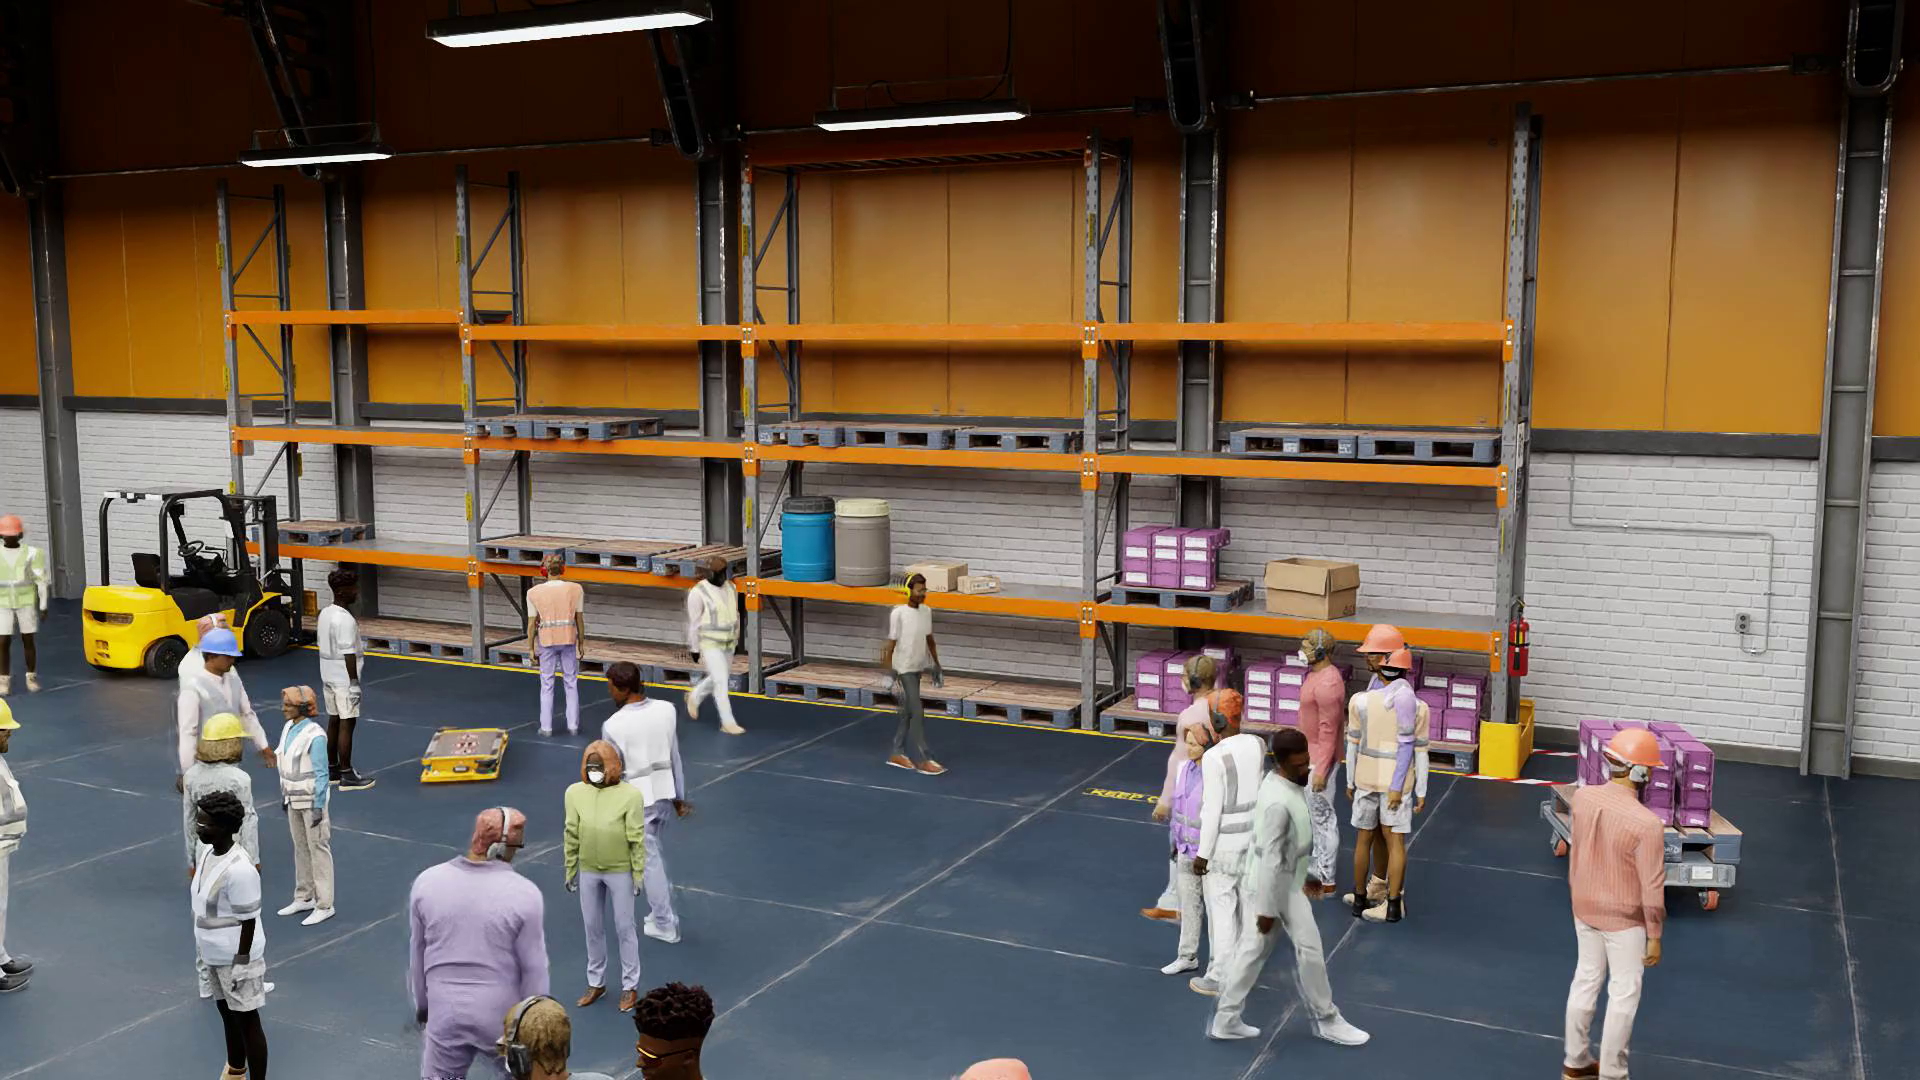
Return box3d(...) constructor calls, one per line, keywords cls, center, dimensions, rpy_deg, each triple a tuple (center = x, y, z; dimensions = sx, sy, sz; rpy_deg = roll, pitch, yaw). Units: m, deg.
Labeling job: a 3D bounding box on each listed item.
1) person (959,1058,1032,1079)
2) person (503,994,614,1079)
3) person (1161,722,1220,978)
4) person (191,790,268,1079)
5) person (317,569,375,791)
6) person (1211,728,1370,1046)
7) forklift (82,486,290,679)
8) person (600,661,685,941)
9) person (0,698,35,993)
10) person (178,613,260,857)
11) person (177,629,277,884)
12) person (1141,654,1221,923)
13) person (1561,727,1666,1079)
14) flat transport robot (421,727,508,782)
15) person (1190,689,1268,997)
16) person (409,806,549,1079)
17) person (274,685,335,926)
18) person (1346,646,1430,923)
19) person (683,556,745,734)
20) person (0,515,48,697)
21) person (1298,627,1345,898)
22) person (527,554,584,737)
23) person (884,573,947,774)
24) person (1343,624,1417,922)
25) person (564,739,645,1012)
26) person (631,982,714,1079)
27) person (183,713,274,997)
box3d(cls="person", center=(0.114, 2.436, 4.958), dimensions=(0.629, 1.908, 0.587), rpy_deg=(-5, 9, -38))
box3d(cls="person", center=(-1.301, 2.390, 5.290), dimensions=(0.382, 1.929, 0.635), rpy_deg=(3, 8, 26))
box3d(cls="person", center=(1.486, 1.928, 10.266), dimensions=(0.308, 1.641, 0.517), rpy_deg=(-5, 8, -34))
box3d(cls="person", center=(-3.744, 2.112, 8.513), dimensions=(0.320, 1.698, 0.531), rpy_deg=(-6, 9, -43))
box3d(cls="person", center=(-5.462, 1.225, 14.738), dimensions=(0.361, 1.963, 0.612), rpy_deg=(-6, 9, -40))
box3d(cls="person", center=(1.847, 1.944, 9.305), dimensions=(0.889, 1.858, 0.582), rpy_deg=(0, 7, 2))
box3d(cls="forklift", center=(-9.426, 0.454, 20.179), dimensions=(1.214, 2.155, 2.313), rpy_deg=(3, 8, 26))
box3d(cls="person", center=(-2.130, 1.723, 10.977), dimensions=(0.584, 1.874, 0.631), rpy_deg=(5, 9, 38))
box3d(cls="person", center=(-5.904, 1.858, 10.140), dimensions=(0.403, 1.817, 0.601), rpy_deg=(-4, 8, -27))
box3d(cls="person", center=(-5.654, 1.504, 12.679), dimensions=(0.643, 1.910, 0.400), rpy_deg=(6, 9, 40))
box3d(cls="person", center=(-5.341, 1.584, 11.984), dimensions=(0.677, 1.913, 0.632), rpy_deg=(1, 7, 6))
box3d(cls="person", center=(1.619, 1.706, 11.077), dimensions=(0.903, 1.911, 0.636), rpy_deg=(4, 8, 28))
box3d(cls="person", center=(3.435, 1.950, 8.689), dimensions=(0.410, 1.980, 0.630), rpy_deg=(-3, 7, -22))
box3d(cls="flat transport robot", center=(-4.597, 1.976, 15.479), dimensions=(0.652, 0.197, 1.431), rpy_deg=(-1, 7, -11))
box3d(cls="person", center=(1.627, 1.826, 10.103), dimensions=(0.356, 1.887, 0.572), rpy_deg=(6, 9, 42))
box3d(cls="person", center=(-2.184, 2.143, 7.581), dimensions=(0.670, 1.871, 0.420), rpy_deg=(1, 7, 4))
box3d(cls="person", center=(-4.473, 1.795, 11.359), dimensions=(0.512, 1.642, 0.312), rpy_deg=(6, 9, 42))
box3d(cls="person", center=(2.926, 1.655, 11.392), dimensions=(0.549, 1.923, 0.390), rpy_deg=(3, 7, 20))
box3d(cls="person", center=(-2.526, 1.039, 16.931), dimensions=(0.835, 1.812, 0.628), rpy_deg=(5, 9, 36))
box3d(cls="person", center=(-10.574, 0.729, 18.633), dimensions=(0.623, 2.026, 0.449), rpy_deg=(-3, 8, -25))
box3d(cls="person", center=(2.563, 1.581, 11.909), dimensions=(0.367, 1.939, 0.635), rpy_deg=(1, 7, 6))
box3d(cls="person", center=(-4.035, 1.062, 16.637), dimensions=(0.560, 1.836, 0.394), rpy_deg=(-3, 8, -23))
box3d(cls="person", center=(-0.343, 1.227, 15.232), dimensions=(0.846, 1.837, 0.561), rpy_deg=(5, 9, 38))
box3d(cls="person", center=(2.895, 1.587, 11.428), dimensions=(0.377, 2.045, 0.605), rpy_deg=(-1, 7, -8))
box3d(cls="person", center=(-2.113, 1.982, 9.890), dimensions=(0.503, 1.625, 0.294), rpy_deg=(1, 7, 10))
box3d(cls="person", center=(-0.882, 2.365, 5.322), dimensions=(0.367, 1.966, 0.607), rpy_deg=(-6, 9, -40))
box3d(cls="person", center=(-4.431, 1.905, 10.048), dimensions=(0.494, 1.740, 0.302), rpy_deg=(2, 7, 18))
